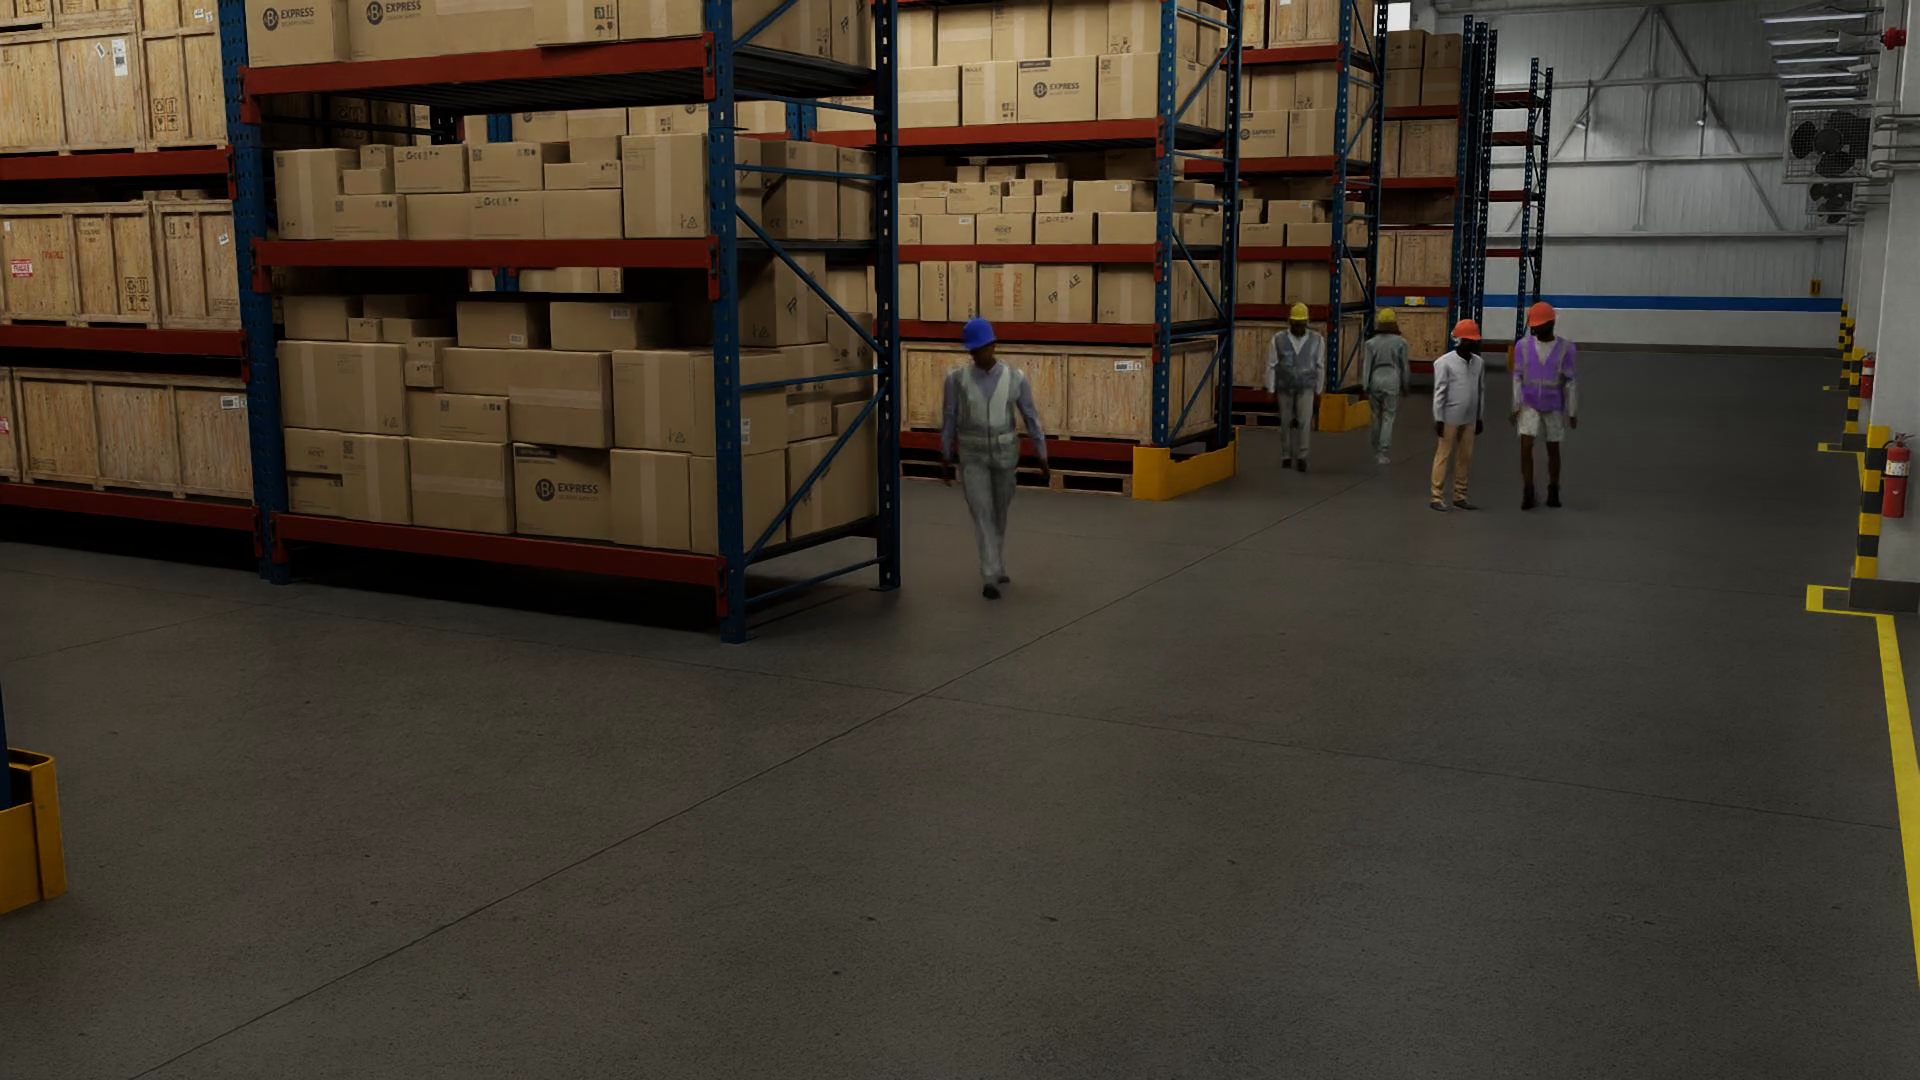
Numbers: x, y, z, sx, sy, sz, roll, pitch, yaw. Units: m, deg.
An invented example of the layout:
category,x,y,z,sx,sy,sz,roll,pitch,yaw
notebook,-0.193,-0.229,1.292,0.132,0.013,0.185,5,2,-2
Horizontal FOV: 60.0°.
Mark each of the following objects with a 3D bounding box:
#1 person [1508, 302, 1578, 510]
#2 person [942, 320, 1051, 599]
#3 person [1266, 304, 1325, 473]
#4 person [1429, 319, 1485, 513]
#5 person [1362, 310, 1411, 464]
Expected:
category,x,y,z,sx,sy,sz,roll,pitch,yaw
person,5.288,-1.204,15.102,0.619,1.881,0.842,5,11,26
person,0.247,-0.559,11.405,0.723,1.878,1.035,0,10,-2
person,3.572,-1.610,17.717,0.616,1.786,0.925,2,10,11
person,4.522,-1.119,15.019,0.573,1.743,0.351,-5,11,-25
person,4.778,-1.718,18.613,0.502,1.694,0.906,5,11,25
